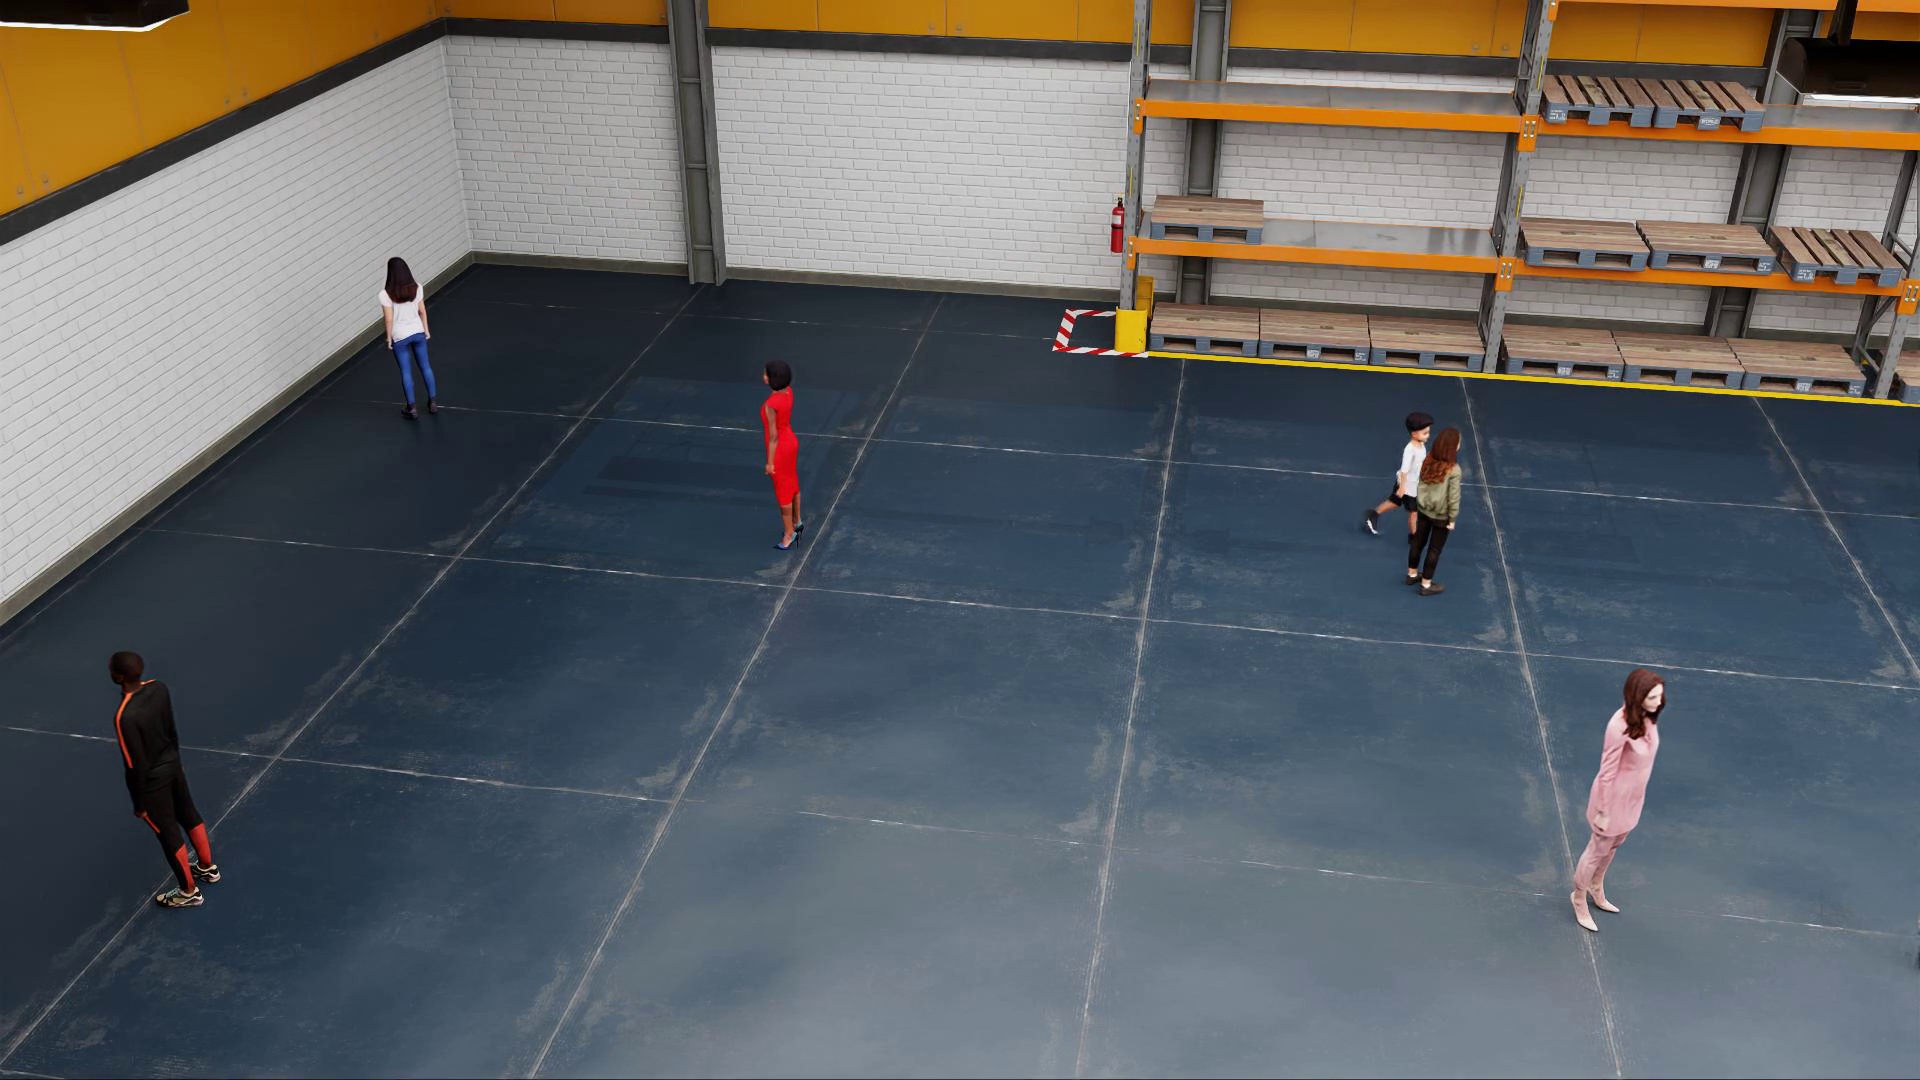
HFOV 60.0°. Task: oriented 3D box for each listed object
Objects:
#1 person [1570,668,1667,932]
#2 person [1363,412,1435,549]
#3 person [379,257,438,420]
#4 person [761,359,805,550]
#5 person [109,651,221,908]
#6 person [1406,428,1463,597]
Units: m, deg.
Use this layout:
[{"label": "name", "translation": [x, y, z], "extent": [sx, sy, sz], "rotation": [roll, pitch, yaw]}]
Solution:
[{"label": "person", "translation": [3.984, 1.553, 10.086], "extent": [0.688, 1.803, 0.725], "rotation": [-22, 36, -35]}, {"label": "person", "translation": [3.859, -0.547, 14.530], "extent": [0.945, 1.234, 0.702], "rotation": [16, 33, 27]}, {"label": "person", "translation": [-5.566, -2.035, 16.788], "extent": [0.677, 1.685, 0.722], "rotation": [-21, 35, -34]}, {"label": "person", "translation": [-1.533, -0.740, 14.354], "extent": [0.535, 1.743, 0.586], "rotation": [8, 30, 14]}, {"label": "person", "translation": [-4.942, 1.458, 10.256], "extent": [0.520, 1.808, 0.629], "rotation": [4, 29, 8]}, {"label": "person", "translation": [3.919, -0.247, 13.729], "extent": [0.677, 1.475, 0.642], "rotation": [-14, 32, -24]}]
